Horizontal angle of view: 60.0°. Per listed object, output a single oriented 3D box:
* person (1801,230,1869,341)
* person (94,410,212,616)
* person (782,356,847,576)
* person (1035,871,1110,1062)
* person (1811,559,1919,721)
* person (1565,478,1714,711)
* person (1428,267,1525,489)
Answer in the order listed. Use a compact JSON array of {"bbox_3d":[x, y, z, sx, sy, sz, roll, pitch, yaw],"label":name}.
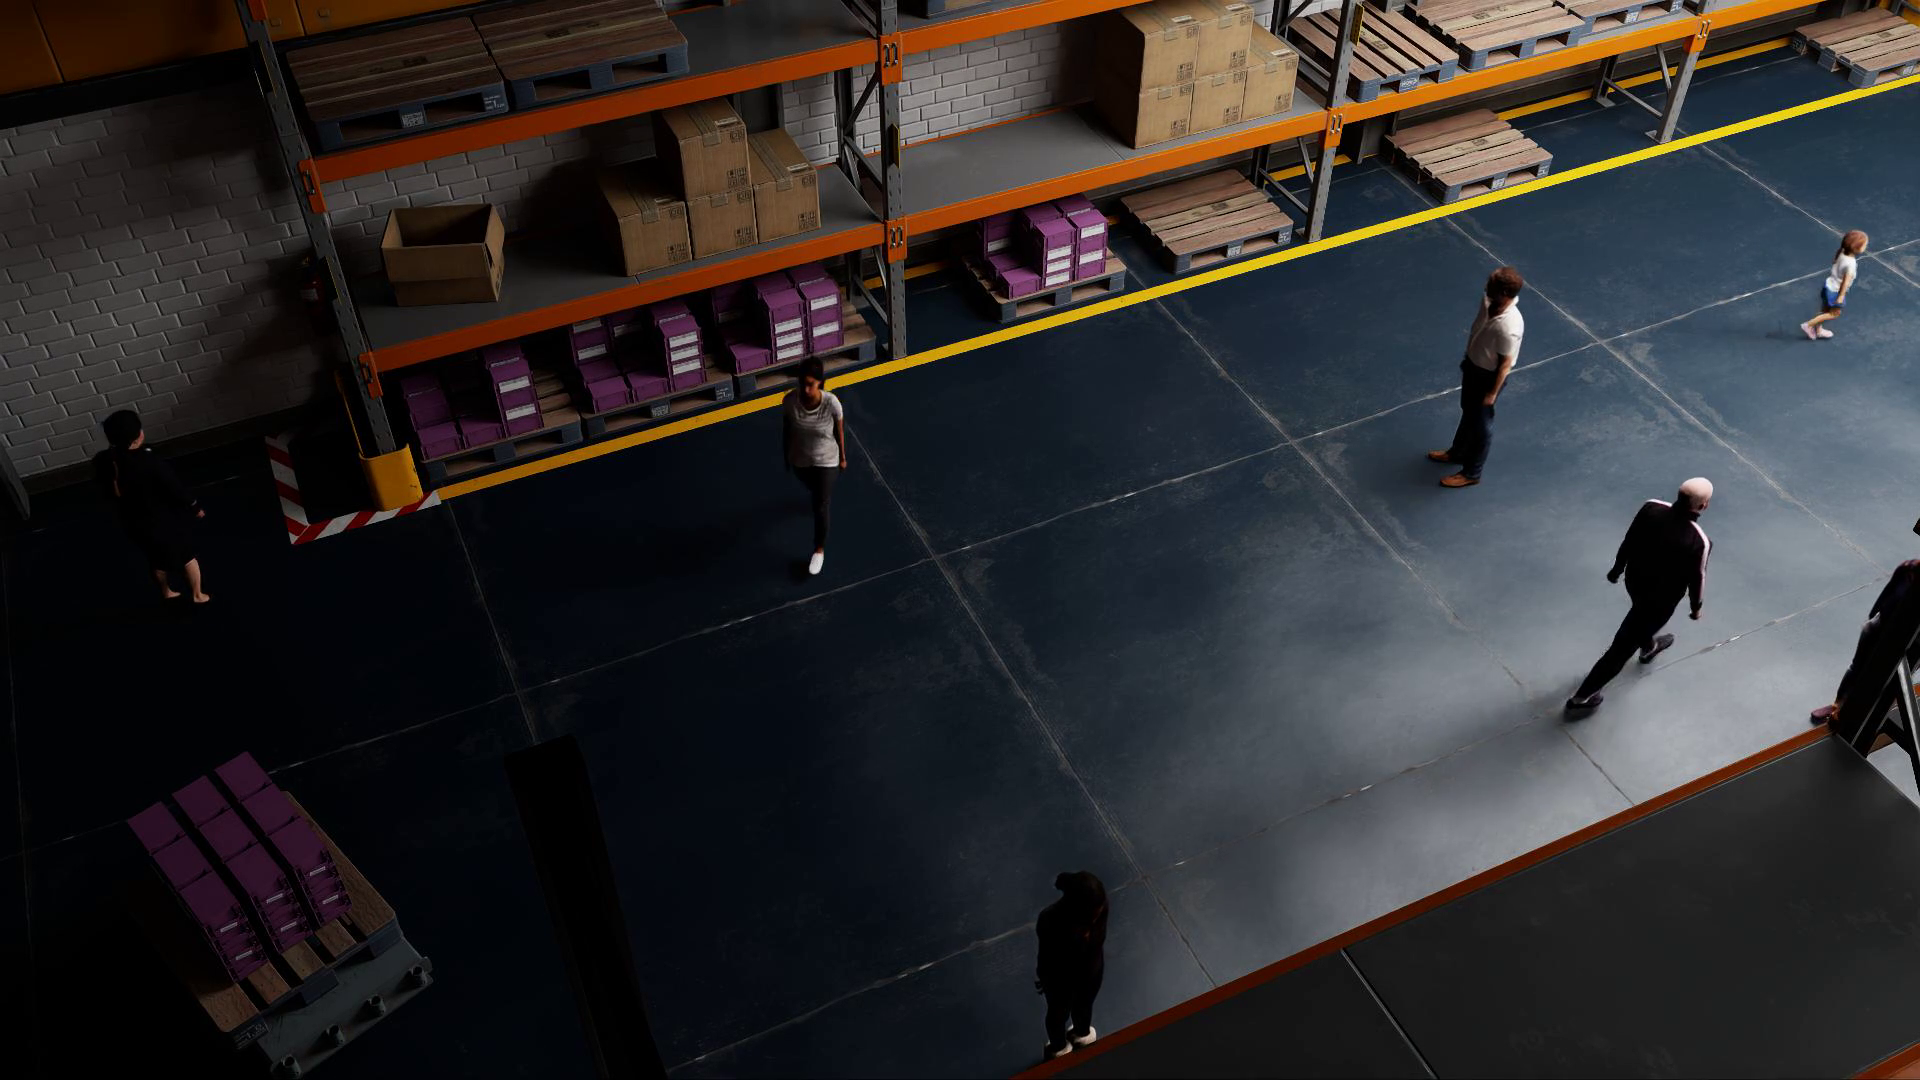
[{"bbox_3d":[6.997,-2.042,13.348,0.597,1.018,0.535,6,44,6],"label":"person"},{"bbox_3d":[-5.257,-0.112,10.857,0.787,1.660,0.875,3,44,3],"label":"person"},{"bbox_3d":[-0.980,-0.617,11.424,1.096,1.609,1.061,9,44,9],"label":"person"},{"bbox_3d":[0.566,2.178,8.454,0.591,1.659,0.659,0,44,0],"label":"person"},{"bbox_3d":[5.704,0.610,10.137,0.592,1.608,0.634,-26,49,-25],"label":"person"},{"bbox_3d":[4.177,0.382,10.255,1.223,1.776,0.733,-20,47,-19],"label":"person"},{"bbox_3d":[3.761,-1.172,11.832,0.717,1.851,0.739,-2,44,-2],"label":"person"}]
